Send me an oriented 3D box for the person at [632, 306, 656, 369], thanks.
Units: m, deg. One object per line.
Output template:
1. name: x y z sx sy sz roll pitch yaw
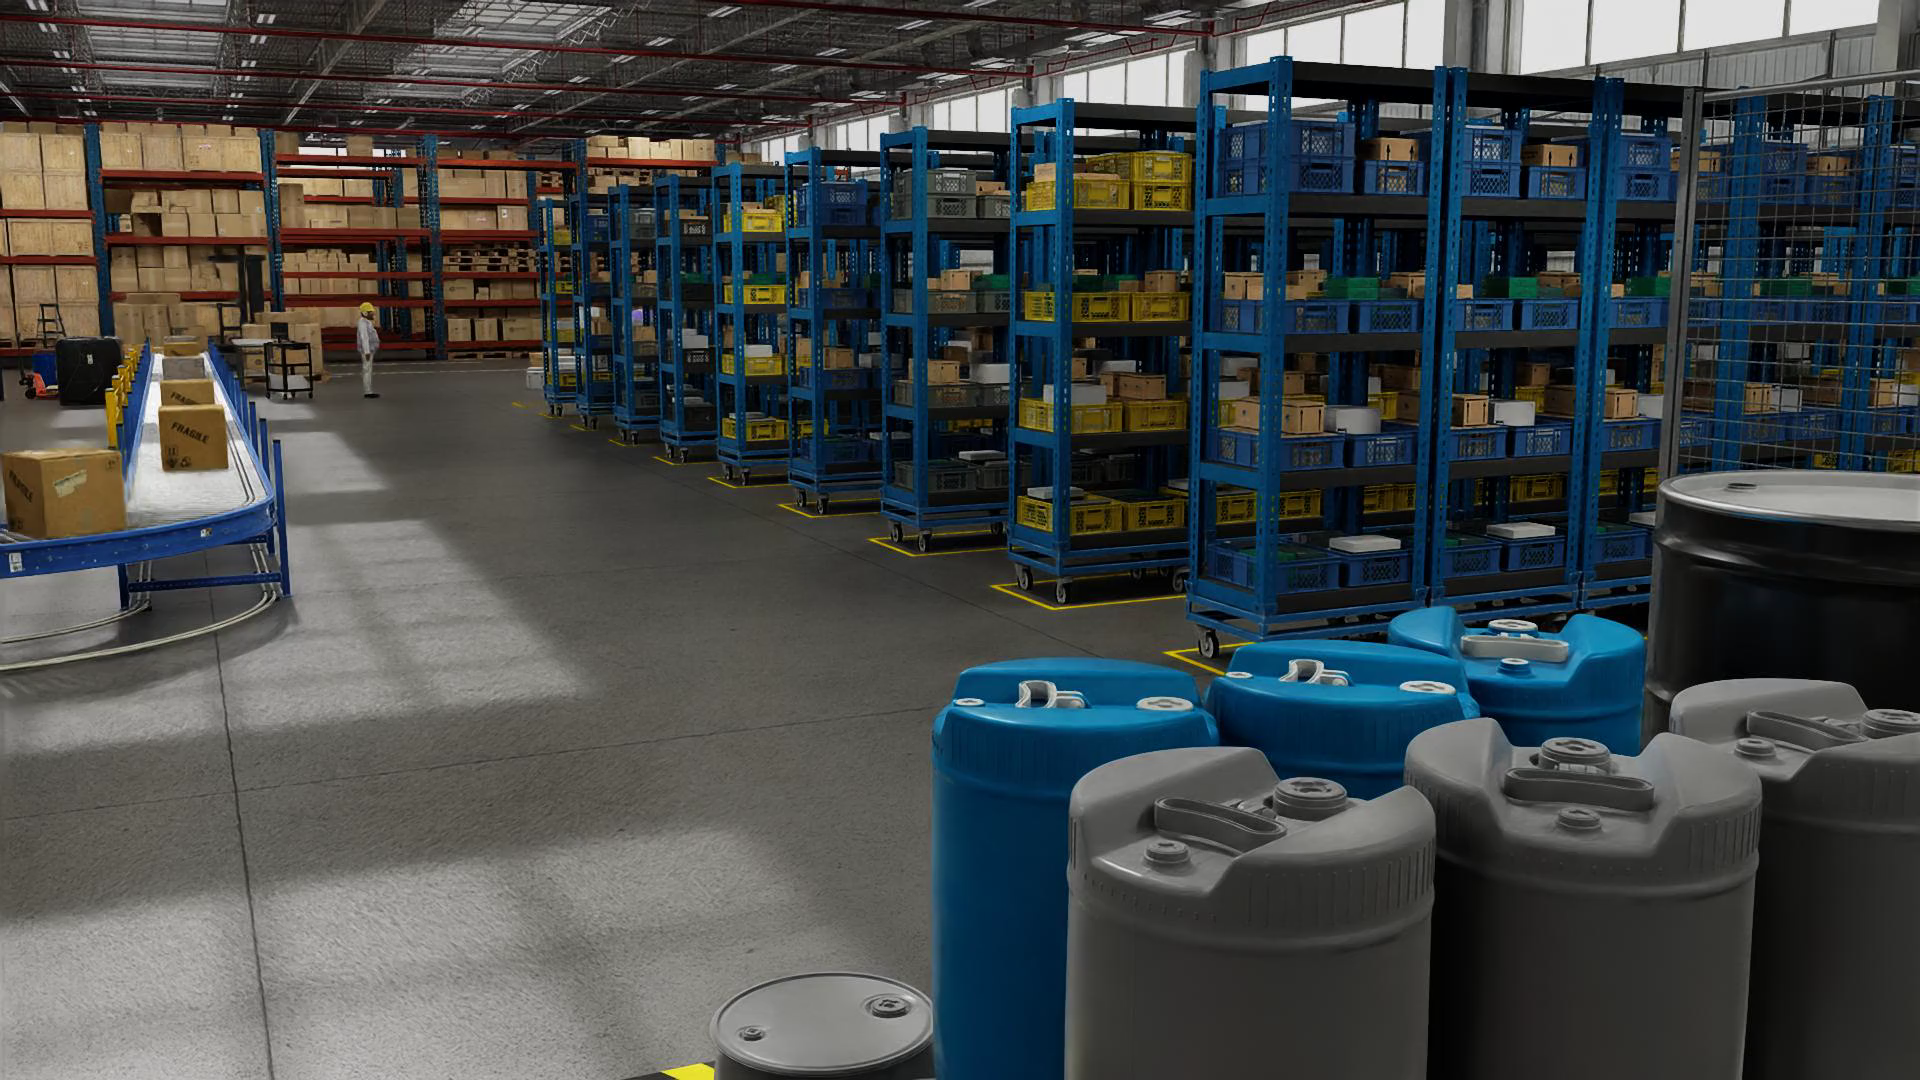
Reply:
1. person: -7.102 -4.525 37.358 0.564 1.848 0.388 -2 9 -12

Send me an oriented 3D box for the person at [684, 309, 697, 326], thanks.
1. person: -5.367 -3.785 32.789 0.634 1.860 1.028 5 10 27

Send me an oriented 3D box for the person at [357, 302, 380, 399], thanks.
1. person: -11.282 -3.611 31.727 0.403 1.834 0.589 -3 10 -16

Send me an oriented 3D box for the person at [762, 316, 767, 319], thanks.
1. person: -4.787 -4.755 39.126 0.586 1.733 0.401 0 9 -2

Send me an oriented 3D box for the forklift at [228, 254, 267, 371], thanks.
1. forklift: -17.052 -5.533 40.415 1.873 2.768 1.129 -4 10 -25

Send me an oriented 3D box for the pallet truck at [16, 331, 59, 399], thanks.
1. pallet truck: -17.082 -3.353 31.781 1.630 1.274 0.653 -4 10 -25

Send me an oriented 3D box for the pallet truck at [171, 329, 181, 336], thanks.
1. pallet truck: -17.275 -3.851 35.096 1.601 1.201 0.680 0 9 1
